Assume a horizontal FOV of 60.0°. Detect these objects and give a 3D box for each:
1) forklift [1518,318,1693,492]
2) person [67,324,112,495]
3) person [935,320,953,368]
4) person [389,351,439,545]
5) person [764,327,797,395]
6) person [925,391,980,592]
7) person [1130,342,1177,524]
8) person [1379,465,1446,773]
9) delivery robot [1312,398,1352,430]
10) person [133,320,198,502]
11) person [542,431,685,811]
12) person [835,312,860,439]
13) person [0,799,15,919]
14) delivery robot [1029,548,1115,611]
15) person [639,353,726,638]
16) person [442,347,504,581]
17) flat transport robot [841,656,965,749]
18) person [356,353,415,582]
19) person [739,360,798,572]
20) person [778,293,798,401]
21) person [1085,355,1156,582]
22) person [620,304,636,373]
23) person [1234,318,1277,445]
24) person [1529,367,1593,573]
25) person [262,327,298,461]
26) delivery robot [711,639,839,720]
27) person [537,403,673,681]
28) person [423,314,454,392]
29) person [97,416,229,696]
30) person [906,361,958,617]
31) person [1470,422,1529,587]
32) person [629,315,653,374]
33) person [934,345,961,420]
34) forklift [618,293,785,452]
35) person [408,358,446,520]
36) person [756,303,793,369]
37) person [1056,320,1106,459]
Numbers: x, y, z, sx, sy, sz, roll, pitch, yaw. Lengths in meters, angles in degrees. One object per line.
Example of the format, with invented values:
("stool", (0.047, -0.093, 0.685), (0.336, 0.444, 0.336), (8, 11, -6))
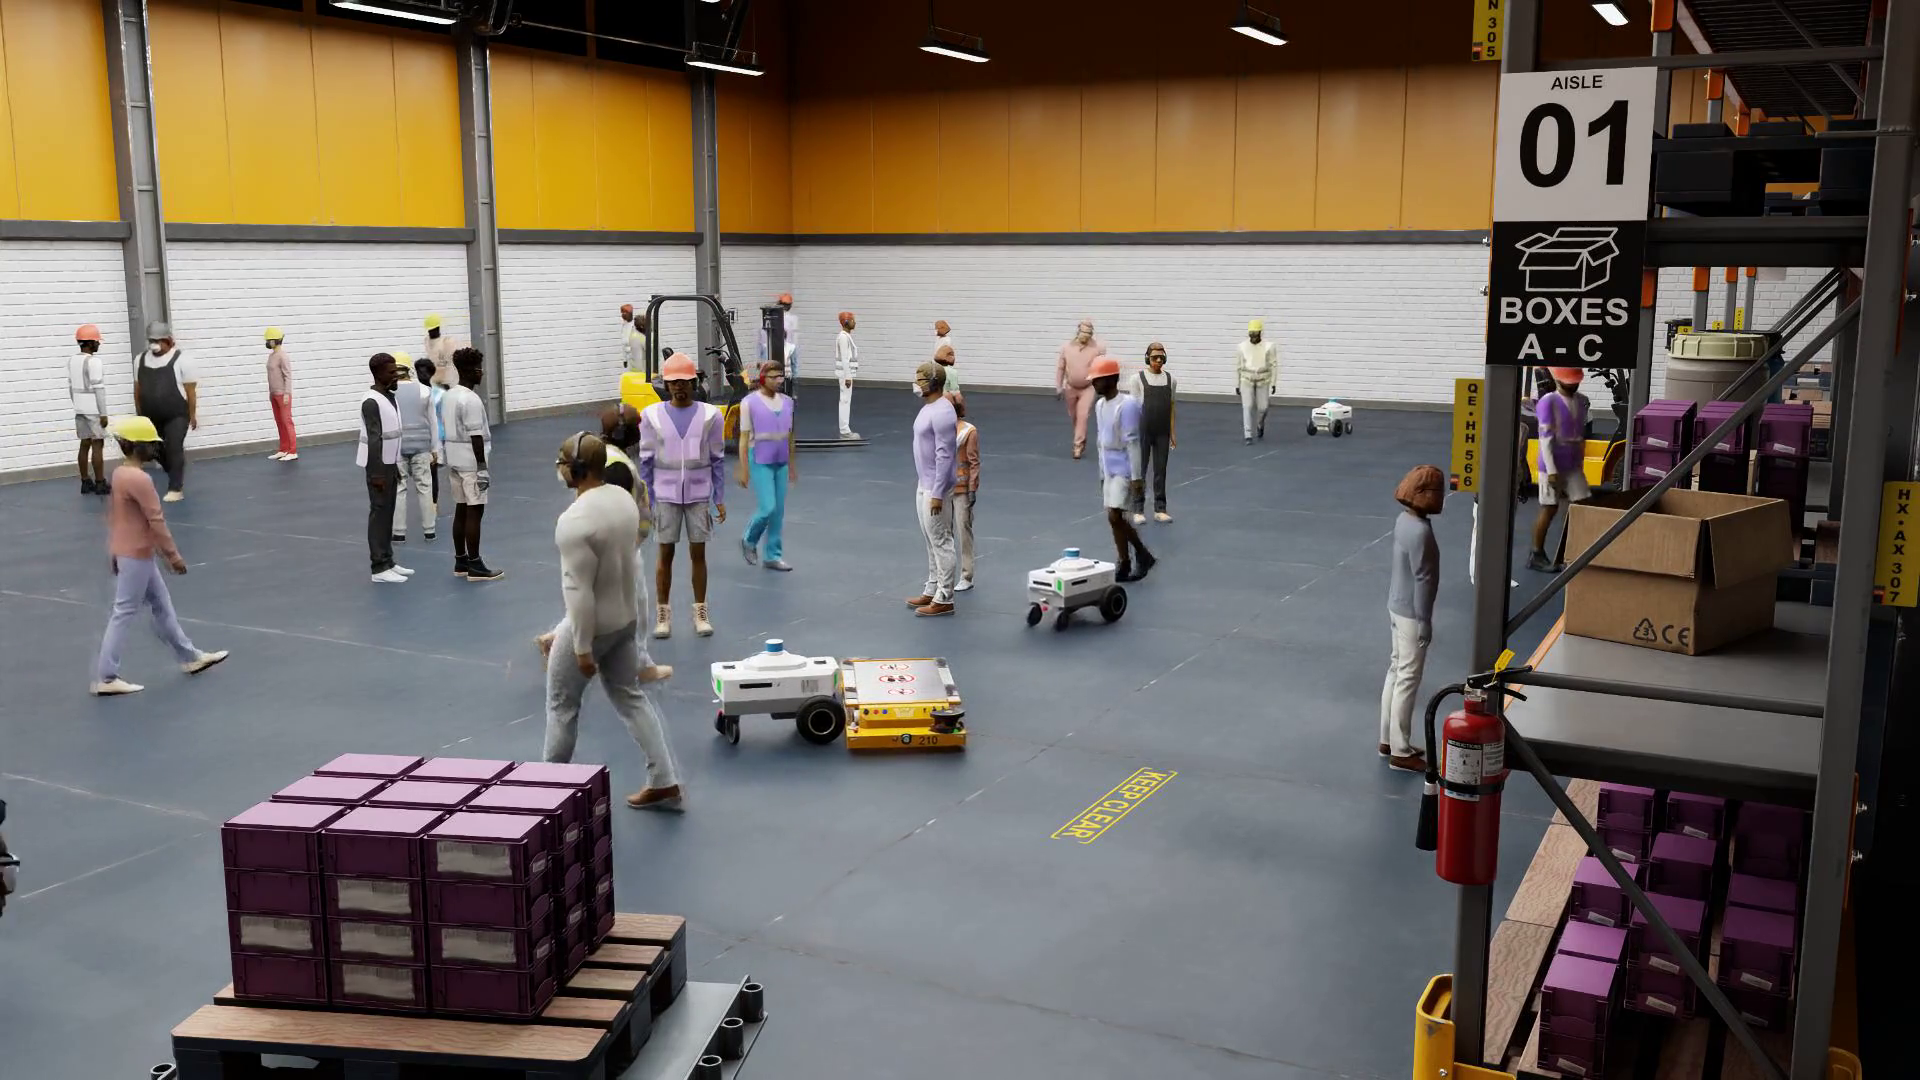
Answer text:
("forklift", (7.066, -1.601, 18.899), (2.313, 2.155, 1.214), (5, 11, 27))
("person", (-9.891, -1.484, 18.962), (0.547, 1.938, 0.379), (6, 11, 30))
("person", (-0.296, -2.843, 27.708), (0.279, 1.633, 0.499), (-5, 11, -27))
("person", (-5.228, -0.866, 15.718), (0.586, 1.823, 0.403), (-5, 11, -25))
("person", (-2.760, -2.467, 25.592), (0.521, 1.618, 0.642), (-2, 10, -10))
("person", (-0.062, -0.401, 13.565), (0.523, 1.636, 0.311), (8, 13, 39))
("person", (1.969, -1.084, 16.917), (0.508, 1.846, 0.345), (-3, 10, -18))
("person", (2.425, 0.410, 8.879), (0.268, 1.630, 0.507), (0, 10, 3))
("delivery robot", (5.613, -1.898, 25.087), (0.477, 0.478, 0.707), (8, 13, 40))
("person", (-8.837, -1.461, 18.534), (0.705, 2.000, 0.697), (0, 10, 2))
("person", (-1.782, 0.411, 8.107), (0.880, 1.906, 0.634), (4, 10, 20))
("person", (-1.661, -2.421, 24.546), (0.355, 1.885, 0.575), (-1, 10, -5))
("person", (-1.710, 1.339, 2.958), (0.933, 1.818, 0.545), (-6, 11, -30))
("delivery robot", (0.834, 0.303, 12.345), (0.477, 0.478, 0.707), (9, 13, 42))
("person", (-1.976, -0.315, 11.886), (0.607, 2.045, 0.390), (-2, 10, -11))
("person", (-4.123, -0.641, 14.000), (0.361, 1.964, 0.616), (-8, 12, -37))
("flat transport robot", (-0.360, 0.930, 9.806), (0.652, 0.197, 1.431), (-1, 10, -5))
("person", (-4.846, -0.612, 13.970), (0.398, 1.920, 0.590), (-1, 10, -5))
("person", (-1.647, -0.637, 14.352), (0.437, 1.831, 0.594), (8, 13, 39))
("person", (-3.267, -3.536, 30.618), (0.614, 2.020, 0.852), (4, 11, 23))
("person", (1.292, -0.573, 13.780), (0.530, 1.907, 0.575), (-4, 11, -23))
("person", (-5.646, -3.168, 28.897), (0.466, 1.872, 0.634), (-8, 13, -39))
("person", (4.249, -2.289, 23.976), (0.612, 1.814, 0.529), (2, 10, 10))
("person", (5.160, -0.611, 14.051), (0.603, 1.883, 0.794), (-4, 11, -23))
("person", (-9.034, -1.928, 22.034), (0.320, 1.767, 0.534), (-9, 14, -44))
("delivery robot", (-1.051, 0.807, 9.429), (0.707, 0.478, 0.477), (-2, 10, -12))
("person", (-2.265, 0.034, 10.548), (0.757, 1.814, 0.632), (-4, 11, -24))
("person", (-7.643, -2.382, 24.421), (0.638, 1.859, 0.991), (5, 11, 27))
("person", (-5.080, 0.088, 10.487), (0.885, 1.726, 0.537), (-8, 12, -38))
("person", (-0.202, -0.388, 12.619), (0.373, 1.940, 0.630), (-2, 10, -12))
("person", (4.427, -0.419, 13.659), (0.514, 1.642, 0.310), (-3, 10, -16))
("person", (-4.872, -2.564, 25.635), (0.435, 1.810, 0.686), (0, 10, 1))
("person", (-0.182, -1.557, 20.262), (0.498, 1.633, 0.281), (9, 14, 43))
("forklift", (-3.588, -2.317, 23.042), (2.313, 2.155, 1.214), (-1, 10, -5))
("person", (-5.507, -1.055, 17.199), (0.553, 1.681, 0.674), (2, 10, 9))
("person", (-3.141, -3.033, 28.029), (0.651, 1.906, 0.403), (3, 10, 18))
("person", (1.647, -2.055, 22.530), (0.646, 1.859, 0.972), (3, 10, 16))
